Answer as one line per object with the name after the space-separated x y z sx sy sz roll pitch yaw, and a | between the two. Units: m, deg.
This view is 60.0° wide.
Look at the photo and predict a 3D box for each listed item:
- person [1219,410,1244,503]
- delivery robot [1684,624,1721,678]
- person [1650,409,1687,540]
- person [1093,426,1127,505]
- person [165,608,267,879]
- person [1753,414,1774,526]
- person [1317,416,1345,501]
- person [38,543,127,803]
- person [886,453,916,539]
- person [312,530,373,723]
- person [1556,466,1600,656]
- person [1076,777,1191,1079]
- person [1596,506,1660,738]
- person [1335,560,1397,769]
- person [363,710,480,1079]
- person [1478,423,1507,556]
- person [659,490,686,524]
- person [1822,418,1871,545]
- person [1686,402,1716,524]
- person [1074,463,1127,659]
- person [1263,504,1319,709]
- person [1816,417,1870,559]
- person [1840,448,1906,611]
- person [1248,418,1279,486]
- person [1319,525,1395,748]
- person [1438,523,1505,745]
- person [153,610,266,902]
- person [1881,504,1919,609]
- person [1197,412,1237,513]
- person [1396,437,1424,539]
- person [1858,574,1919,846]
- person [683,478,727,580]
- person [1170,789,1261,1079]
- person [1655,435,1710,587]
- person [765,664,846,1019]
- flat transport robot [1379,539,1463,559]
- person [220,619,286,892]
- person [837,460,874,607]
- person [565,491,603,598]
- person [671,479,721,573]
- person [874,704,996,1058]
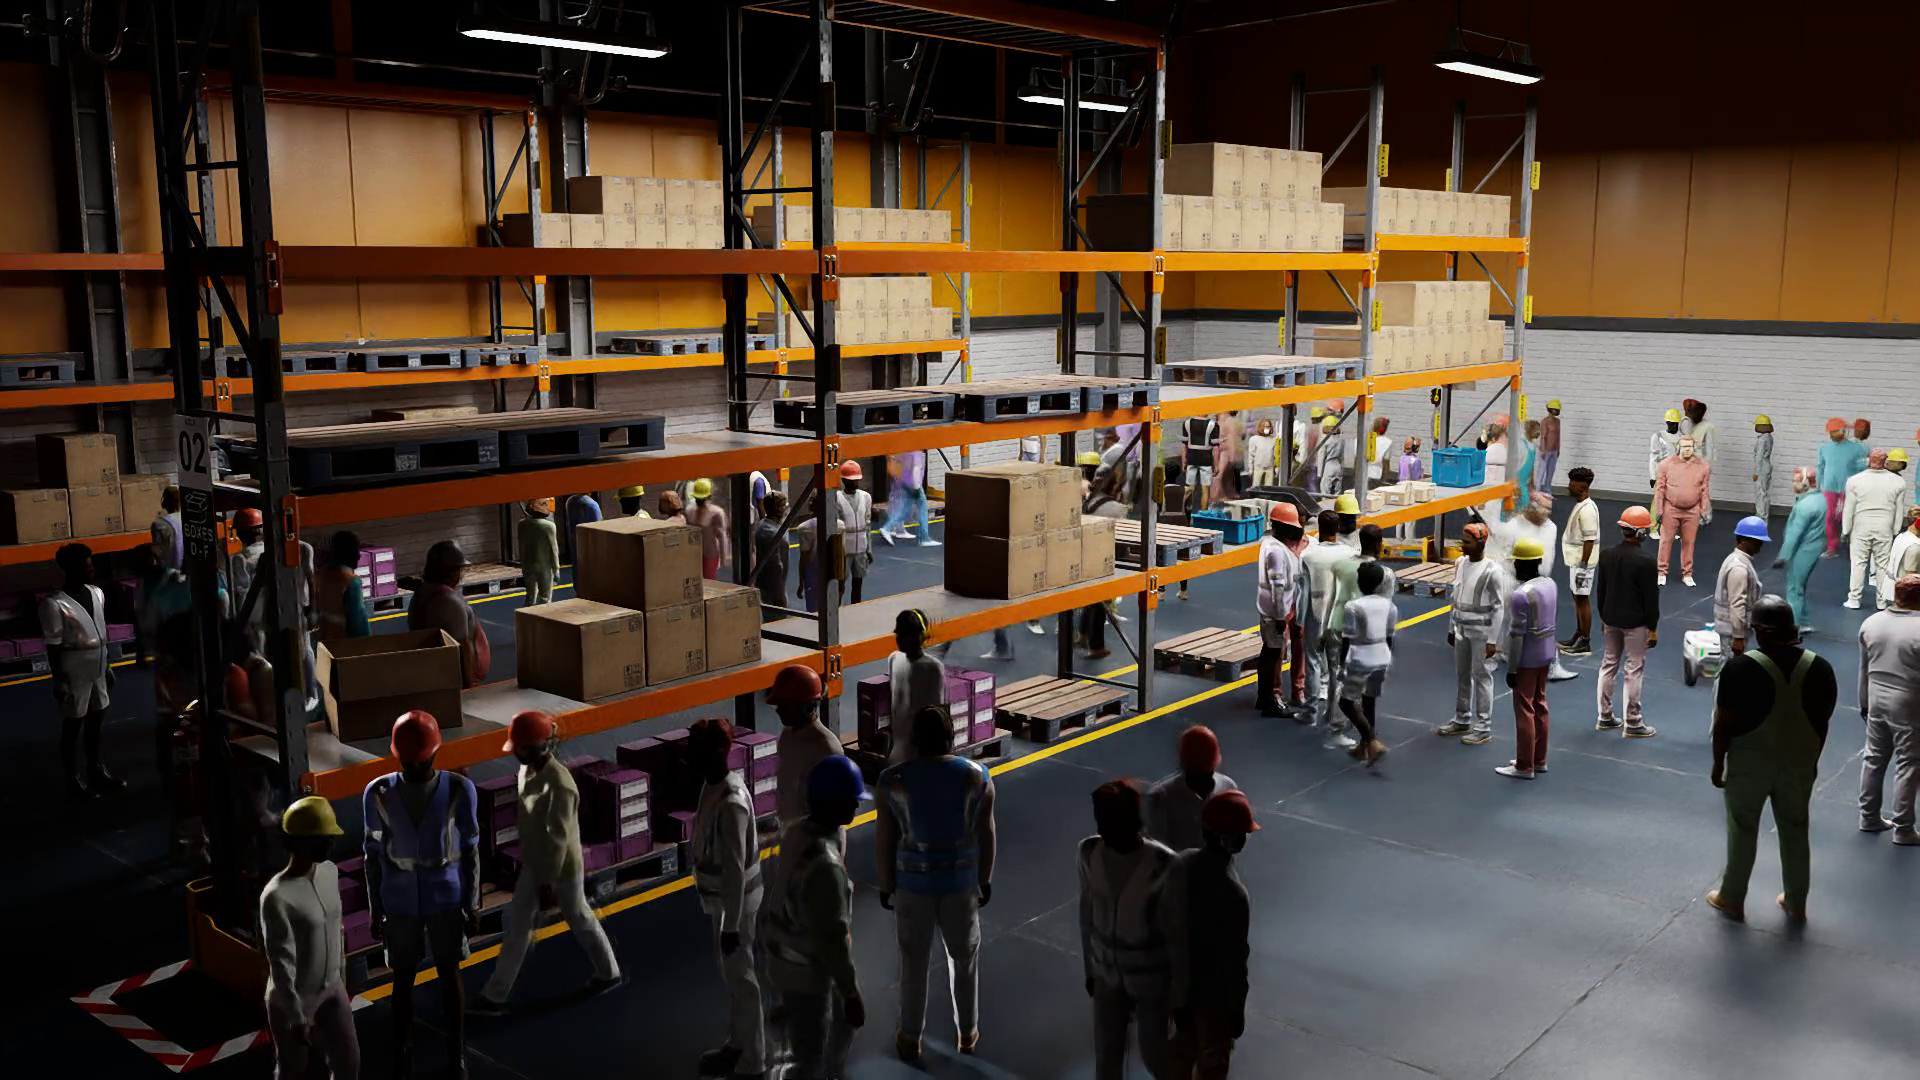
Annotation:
4.582 -1.470 28.084 0.322 1.696 0.536 9 13 42 | person
7.268 1.058 16.119 0.477 0.478 0.707 2 10 11 | delivery robot
10.387 -0.961 24.362 0.596 1.924 0.372 -2 10 -13 | person
1.934 -0.613 21.945 0.546 2.000 0.719 -3 10 -17 | person
-4.947 1.327 11.022 0.506 1.823 0.494 -4 10 -24 | person
12.262 -1.055 25.485 0.320 1.738 0.483 8 12 40 | person
5.616 -1.017 25.268 0.485 1.736 0.321 -5 11 -28 | person
-6.652 0.988 12.605 0.361 1.964 0.613 2 10 9 | person
-0.892 -0.982 24.487 0.366 1.927 0.585 -5 11 -27 | person
-5.035 0.840 13.728 0.587 1.889 0.623 -9 13 -42 | person
6.417 0.215 17.219 0.365 1.964 0.610 3 10 16 | person
0.815 1.916 7.438 0.594 1.854 0.815 6 11 34 | person
5.734 0.696 14.266 0.375 1.995 0.611 -5 11 -27 | person
3.289 1.000 13.378 0.566 1.678 0.575 -5 11 -28 | person
-2.612 1.760 8.101 0.543 1.934 0.368 -2 10 -12 | person
7.041 -0.588 22.095 0.371 1.941 0.627 6 11 32 | person
-3.063 0.281 17.823 0.266 1.631 0.507 2 10 11 | person
12.611 -0.798 23.577 0.706 1.864 0.576 0 10 3 | person
11.514 -1.208 25.951 0.405 1.899 0.791 -1 10 -4 | person
1.452 0.202 17.078 0.541 2.000 0.720 -9 13 -43 | person
2.987 0.606 15.081 0.594 1.908 0.413 -4 10 -21 | person
12.085 -0.694 22.726 0.782 1.947 0.432 9 13 43 | person
10.640 -0.124 19.424 0.641 1.910 0.401 3 10 17 | person
4.755 -1.096 26.064 0.502 1.627 0.281 -1 10 -8 | person
3.391 0.795 14.113 0.983 1.851 0.594 -9 13 -42 | person
4.341 0.784 14.069 0.337 1.882 0.583 -4 10 -21 | person
-4.676 1.390 10.297 0.627 1.934 0.626 2 10 11 | person
8.790 0.575 15.471 0.394 1.836 0.561 4 10 22 | person
4.107 -1.334 26.735 0.856 1.873 0.659 -2 10 -12 | person
6.265 -0.617 23.166 0.309 1.641 0.511 -3 10 -16 | person
6.620 1.179 11.687 0.401 1.901 0.646 -4 10 -20 | person
-2.784 0.172 18.133 0.568 1.743 0.460 6 11 31 | person
1.149 1.964 7.460 0.363 1.743 0.558 -4 10 -21 | person
9.056 -0.365 20.866 0.638 1.909 0.408 2 10 11 | person
-0.813 1.623 8.775 0.408 1.986 0.617 -6 11 -32 | person
6.254 0.125 22.812 1.431 0.197 0.652 1 10 8 | flat transport robot
-4.537 1.385 10.661 0.639 1.824 0.530 6 11 34 | person
-1.175 0.098 18.006 0.551 1.934 0.373 -6 11 -33 | person
-3.797 0.204 17.061 0.379 2.044 0.607 -8 12 -40 | person
-3.455 -0.288 21.282 0.740 1.616 0.522 -5 11 -30 | person
-0.129 1.738 8.509 0.626 1.842 0.429 -1 10 -8 | person
